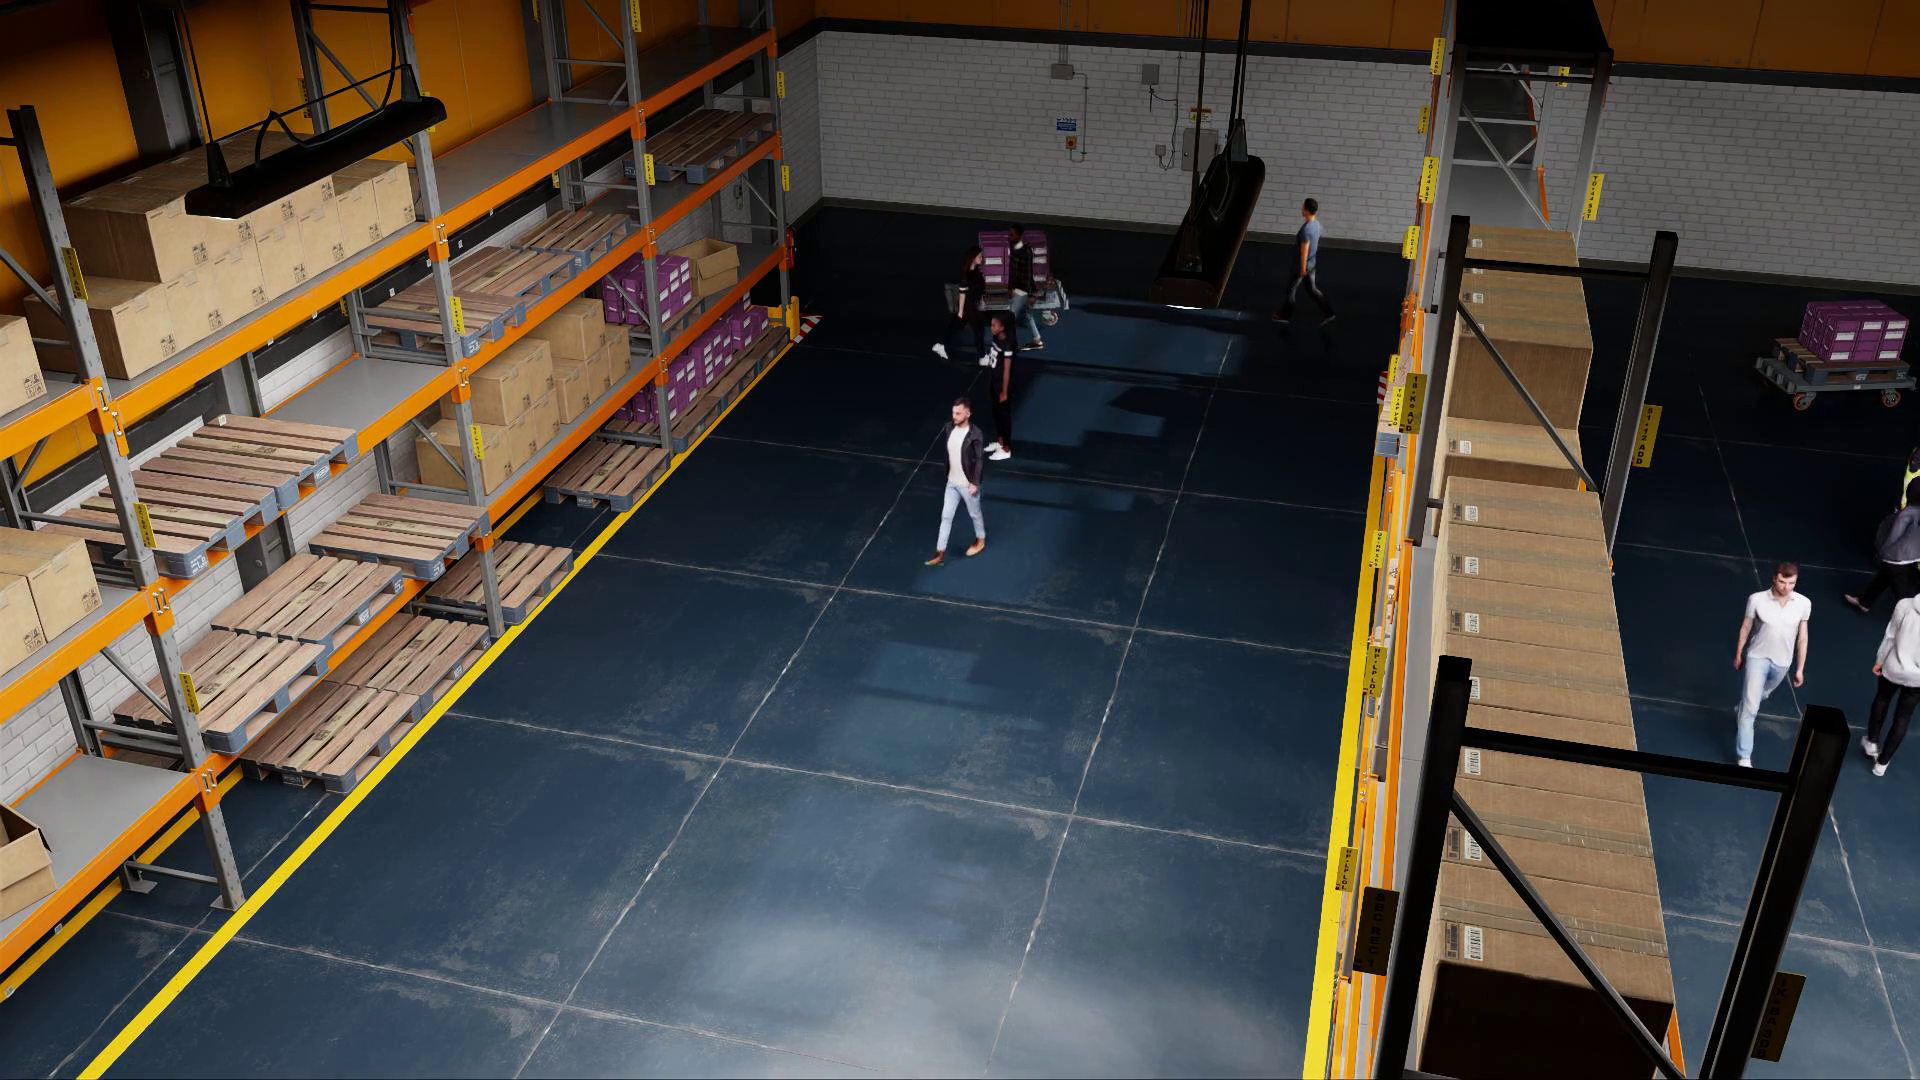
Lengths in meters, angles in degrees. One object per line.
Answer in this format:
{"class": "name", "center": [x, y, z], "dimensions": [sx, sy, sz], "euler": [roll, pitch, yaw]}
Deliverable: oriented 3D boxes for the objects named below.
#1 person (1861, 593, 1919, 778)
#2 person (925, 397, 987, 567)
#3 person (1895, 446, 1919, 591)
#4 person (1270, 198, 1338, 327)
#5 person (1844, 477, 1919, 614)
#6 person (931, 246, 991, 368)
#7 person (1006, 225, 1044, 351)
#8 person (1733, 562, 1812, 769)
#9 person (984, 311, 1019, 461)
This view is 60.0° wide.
{"class": "person", "center": [7.736, 1.105, 13.549], "dimensions": [0.796, 1.910, 0.832], "euler": [15, 32, 26]}
{"class": "person", "center": [0.098, -0.617, 16.823], "dimensions": [0.957, 1.798, 1.207], "euler": [20, 35, 32]}
{"class": "person", "center": [9.490, -0.422, 16.333], "dimensions": [0.891, 1.926, 1.039], "euler": [-3, 29, -5]}
{"class": "person", "center": [4.764, -3.719, 22.532], "dimensions": [0.974, 1.776, 1.174], "euler": [18, 33, 29]}
{"class": "person", "center": [8.907, 0.191, 15.586], "dimensions": [1.134, 1.564, 1.155], "euler": [-17, 33, -28]}
{"class": "person", "center": [0.032, -3.006, 21.406], "dimensions": [0.684, 1.603, 1.052], "euler": [8, 30, 14]}
{"class": "person", "center": [0.902, -3.237, 21.644], "dimensions": [1.155, 1.780, 1.144], "euler": [-12, 31, -21]}
{"class": "person", "center": [6.734, 0.970, 13.901], "dimensions": [0.748, 1.811, 1.235], "euler": [5, 29, 8]}
{"class": "person", "center": [0.482, -1.772, 19.005], "dimensions": [0.781, 1.735, 0.707], "euler": [-11, 30, -19]}
